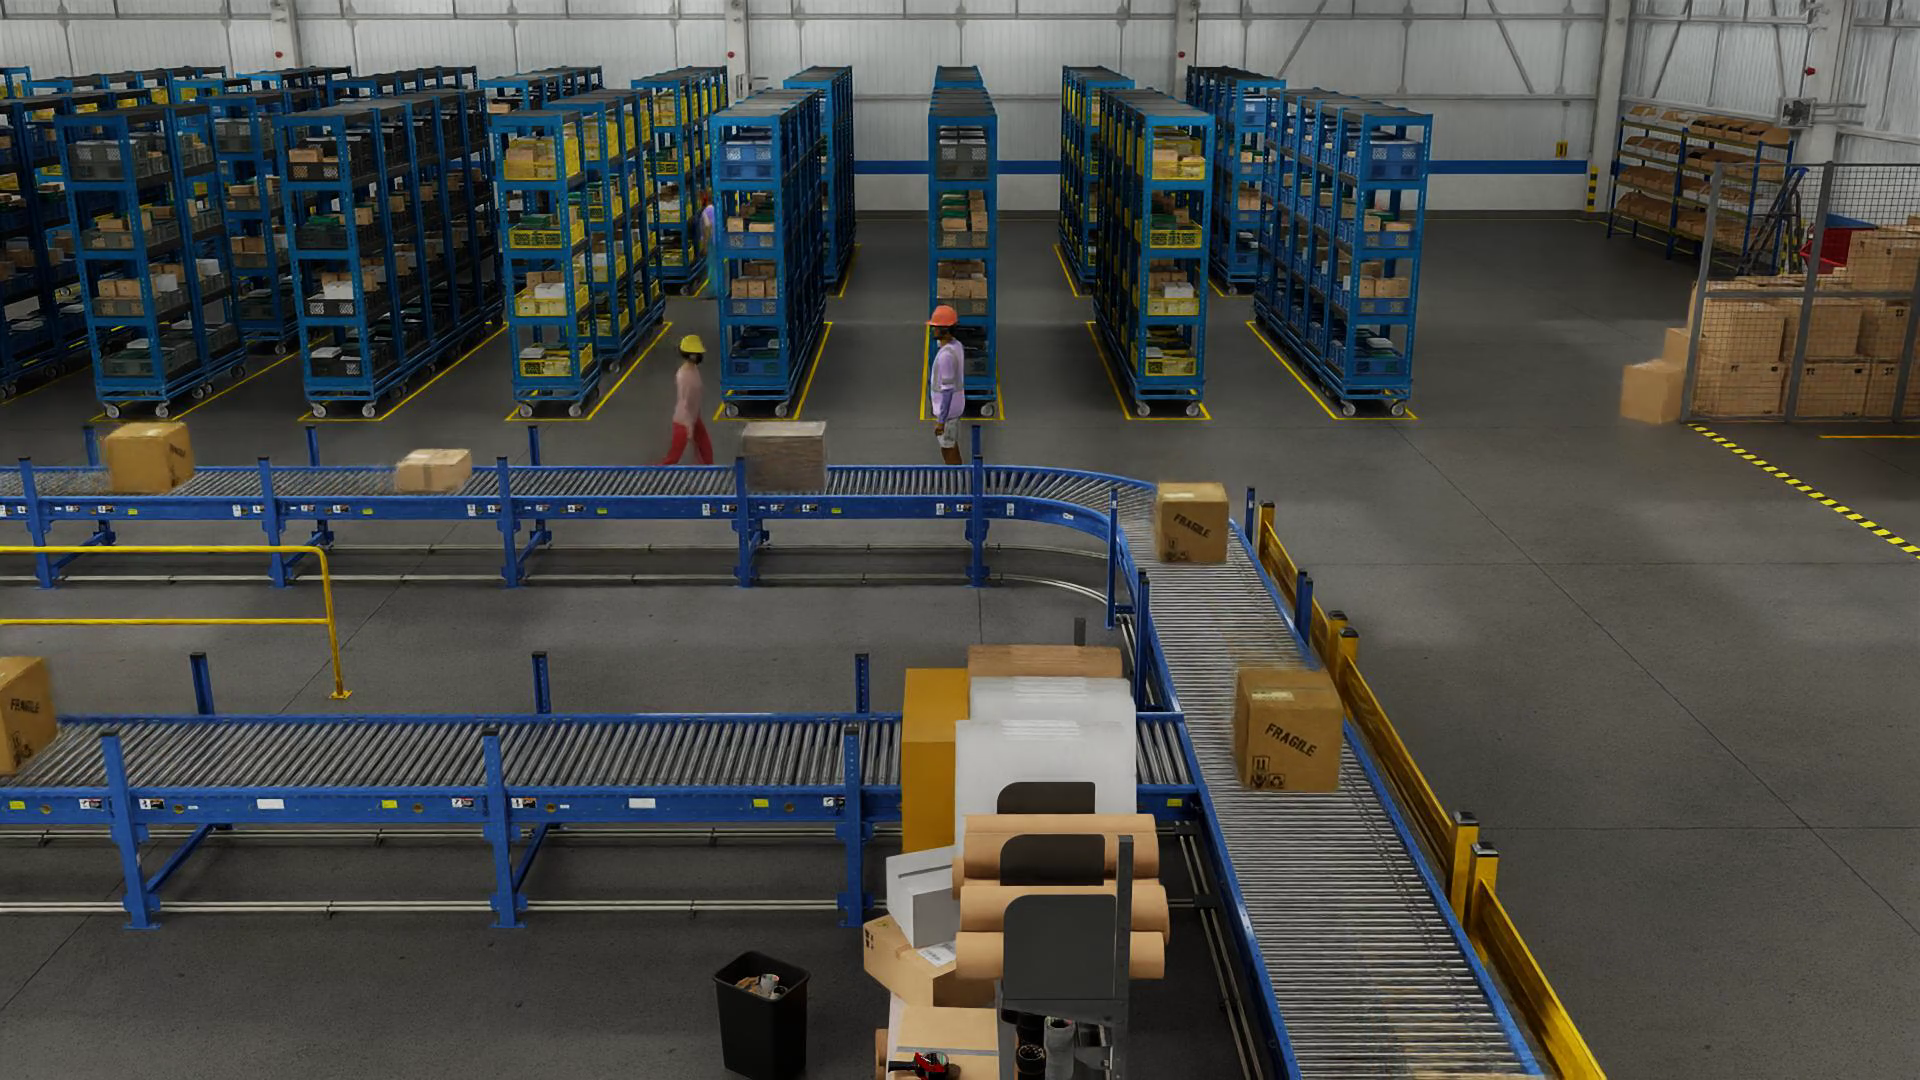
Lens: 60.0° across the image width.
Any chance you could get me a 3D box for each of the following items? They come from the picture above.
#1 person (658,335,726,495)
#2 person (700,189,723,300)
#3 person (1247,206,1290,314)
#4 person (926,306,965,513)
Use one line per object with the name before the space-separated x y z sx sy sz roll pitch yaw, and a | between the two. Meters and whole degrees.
person | -2.749 -1.197 16.537 0.909 1.723 0.538 3 18 8
person | -4.167 -4.972 27.967 0.373 1.843 0.571 3 18 9
person | 5.093 -4.510 26.394 0.975 1.924 0.666 7 19 20
person | -0.143 -1.273 16.259 0.374 2.044 0.606 3 18 8
